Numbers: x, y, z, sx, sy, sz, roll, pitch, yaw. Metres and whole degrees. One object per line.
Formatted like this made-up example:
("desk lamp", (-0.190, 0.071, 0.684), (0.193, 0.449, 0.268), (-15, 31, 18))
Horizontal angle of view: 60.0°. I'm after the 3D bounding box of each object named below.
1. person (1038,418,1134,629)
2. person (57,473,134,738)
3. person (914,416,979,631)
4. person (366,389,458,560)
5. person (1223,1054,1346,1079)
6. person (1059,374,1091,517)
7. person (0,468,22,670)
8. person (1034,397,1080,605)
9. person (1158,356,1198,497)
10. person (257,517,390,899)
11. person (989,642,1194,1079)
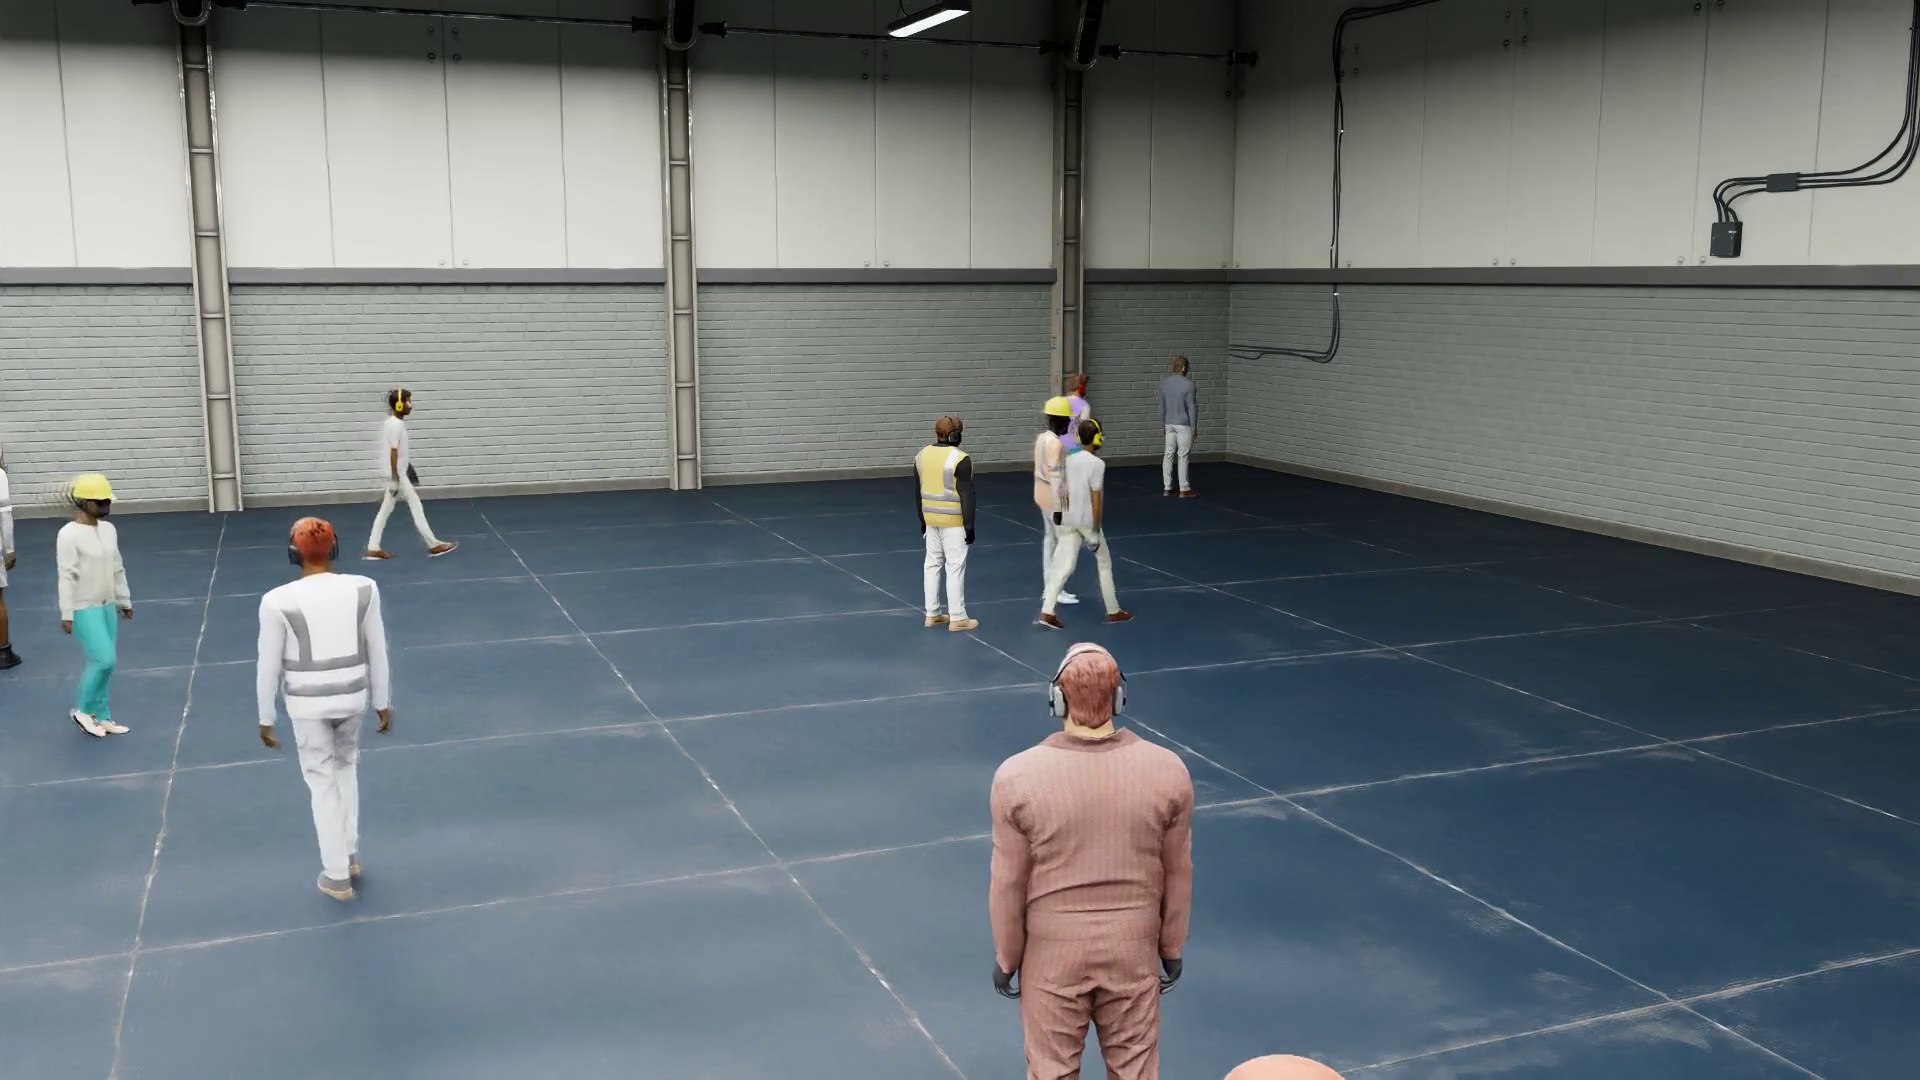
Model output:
("person", (1.056, -0.139, 14.311), (1.004, 1.821, 0.528), (-7, 11, -38))
("person", (-5.628, 0.435, 10.859), (0.387, 1.750, 0.540), (1, 9, 7))
("person", (-0.097, -0.148, 14.267), (0.635, 1.842, 0.429), (9, 12, 43))
("person", (-5.935, -0.699, 17.790), (0.963, 1.818, 0.541), (-4, 10, -24))
("person", (0.516, 1.686, 2.503), (1.069, 1.945, 0.632), (0, 9, 3))
("person", (1.414, -1.113, 20.358), (0.454, 1.826, 0.591), (-5, 11, -31))
("person", (-7.554, 0.044, 12.762), (0.551, 1.934, 0.373), (-3, 10, -19))
("person", (0.891, -0.366, 15.386), (0.410, 1.922, 0.605), (-1, 9, -7))
("person", (2.999, -1.548, 22.775), (0.628, 1.935, 0.373), (9, 13, 44))
("person", (-3.164, 0.806, 8.185), (0.607, 1.867, 0.621), (-8, 12, -42))
("person", (0.400, 1.261, 5.212), (0.643, 1.911, 0.411), (-1, 9, -8))
